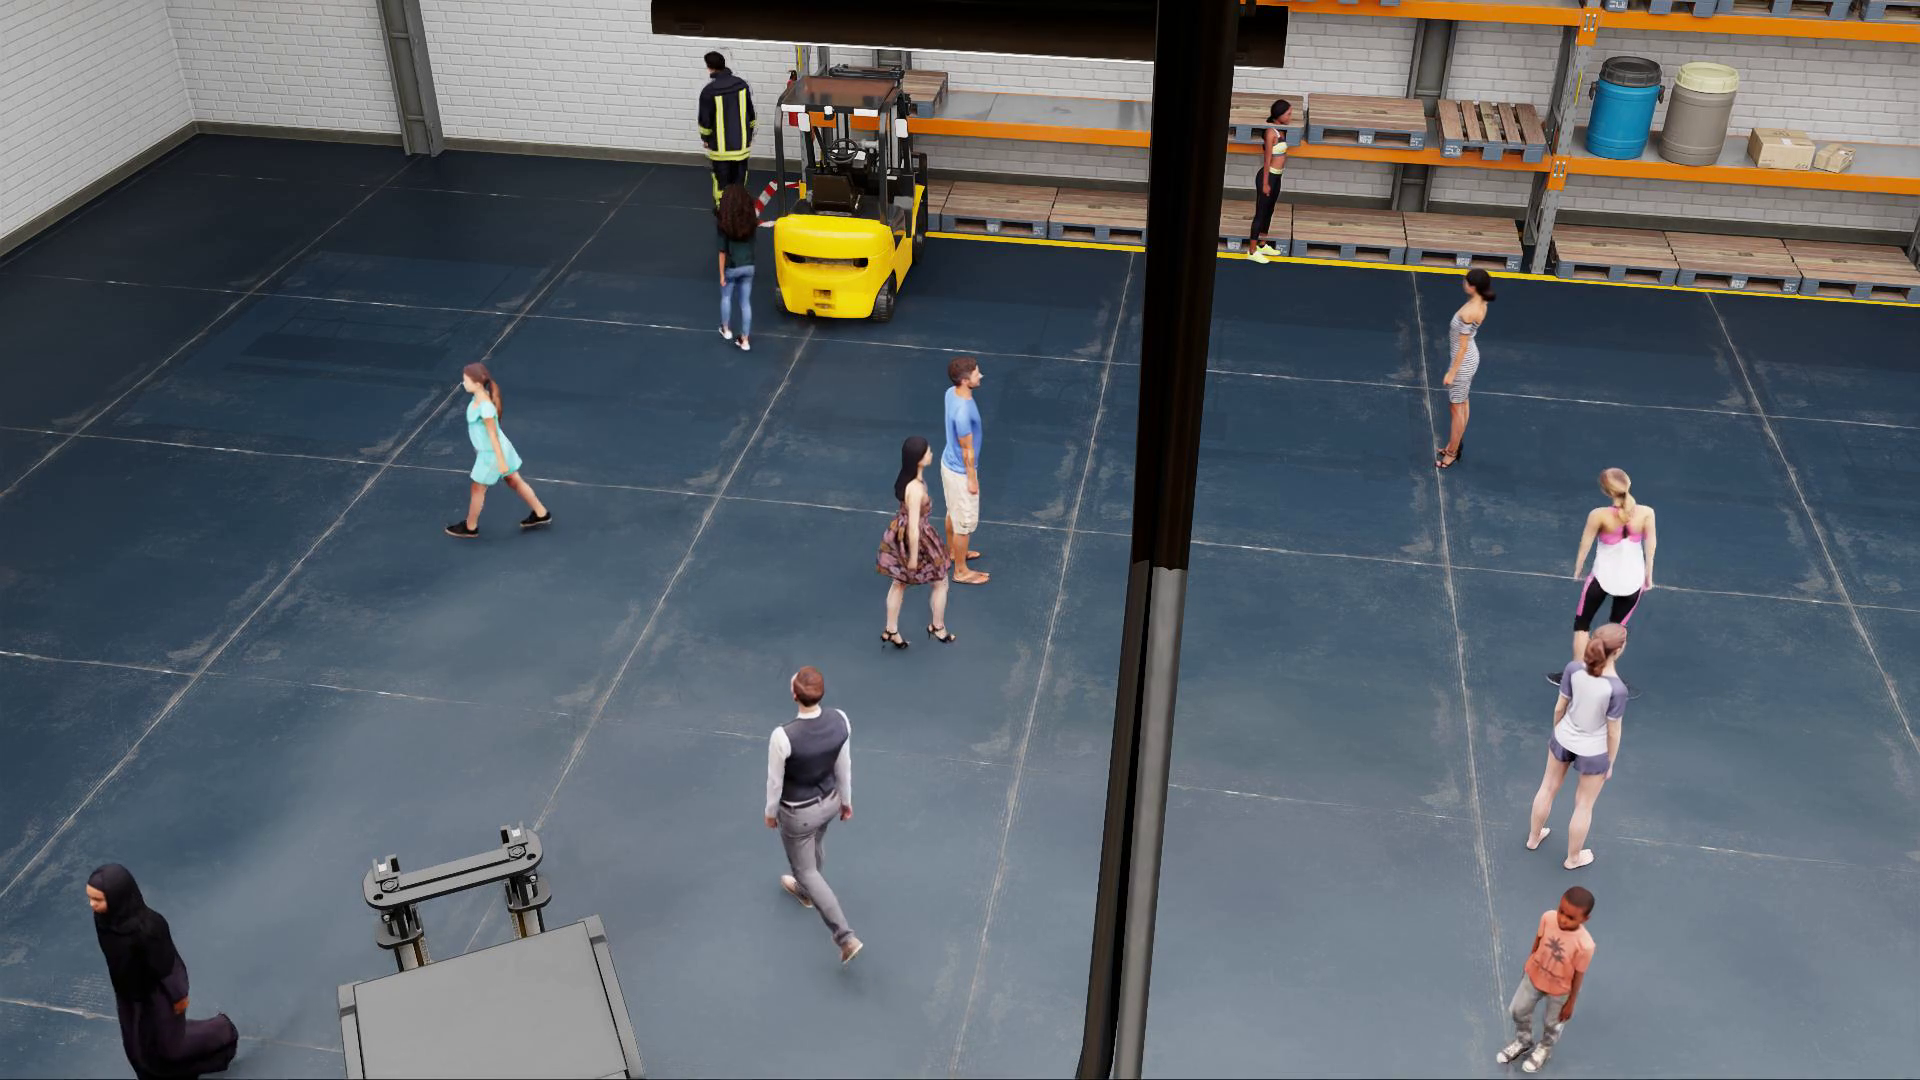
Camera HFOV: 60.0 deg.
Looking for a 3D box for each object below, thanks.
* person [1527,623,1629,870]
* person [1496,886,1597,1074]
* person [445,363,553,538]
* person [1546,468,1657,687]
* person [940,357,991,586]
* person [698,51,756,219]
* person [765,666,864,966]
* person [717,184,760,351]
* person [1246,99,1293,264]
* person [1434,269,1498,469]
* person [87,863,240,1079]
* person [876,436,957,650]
[{"bbox_3d":[3.751,1.235,10.040,0.739,1.766,0.661,-27,42,-35],"label":"person"},{"bbox_3d":[3.195,2.307,8.848,0.668,1.298,0.607,-22,39,-29],"label":"person"},{"bbox_3d":[-3.618,-0.695,13.168,1.130,1.516,0.832,-7,34,-10],"label":"person"},{"bbox_3d":[4.546,0.319,11.433,0.499,1.749,0.781,16,37,23],"label":"person"},{"bbox_3d":[0.007,-0.551,12.638,0.701,1.864,0.727,-6,34,-10],"label":"person"},{"bbox_3d":[-2.588,-4.522,18.566,0.865,1.914,0.980,-7,34,-10],"label":"person"},{"bbox_3d":[-0.812,1.565,9.415,1.140,1.908,1.246,-24,40,-31],"label":"person"},{"bbox_3d":[-2.079,-2.581,15.942,0.841,1.586,0.884,-18,38,-25],"label":"person"},{"bbox_3d":[3.273,-3.822,17.660,0.630,1.752,0.628,20,38,27],"label":"person"},{"bbox_3d":[4.255,-1.451,14.028,0.625,1.824,0.653,15,37,22],"label":"person"},{"bbox_3d":[-4.145,2.259,8.643,0.825,1.607,0.827,19,38,26],"label":"person"},{"bbox_3d":[-0.413,0.063,11.816,0.913,1.751,0.813,-11,35,-15],"label":"person"}]
